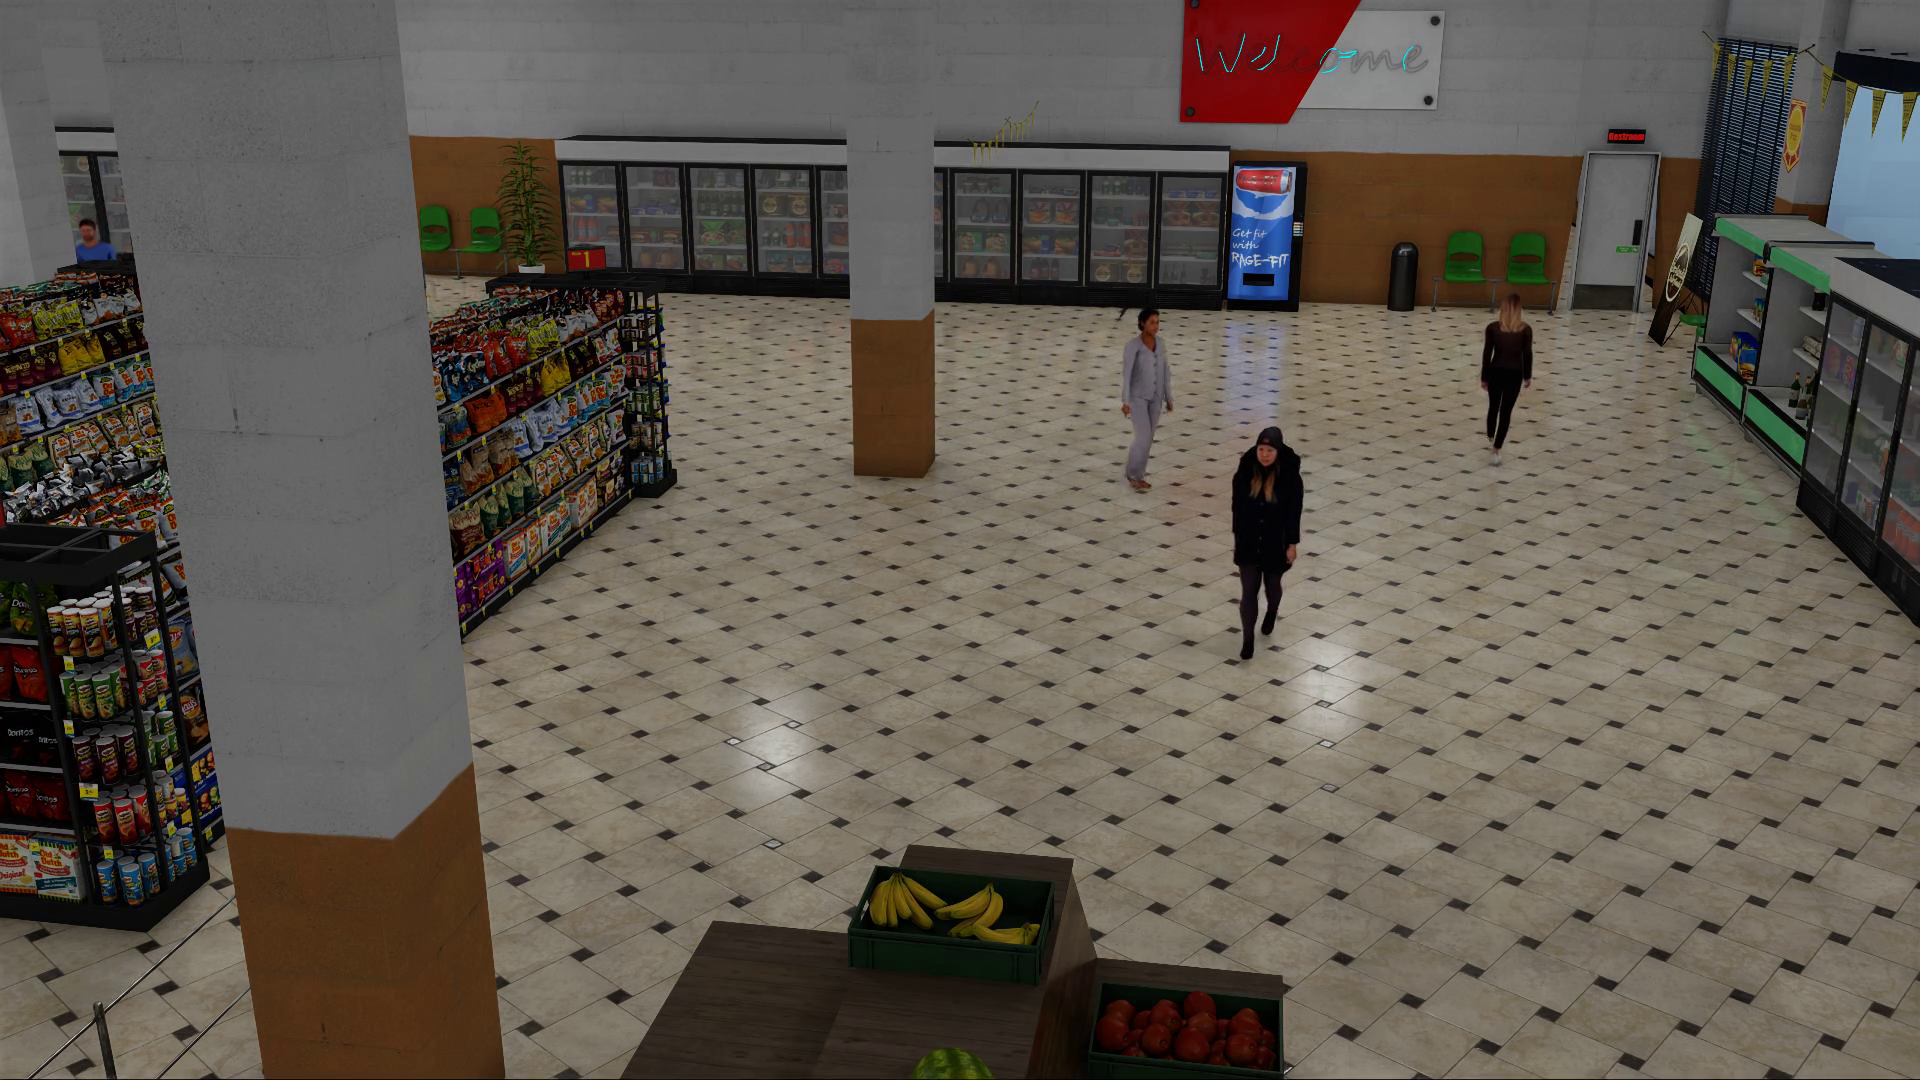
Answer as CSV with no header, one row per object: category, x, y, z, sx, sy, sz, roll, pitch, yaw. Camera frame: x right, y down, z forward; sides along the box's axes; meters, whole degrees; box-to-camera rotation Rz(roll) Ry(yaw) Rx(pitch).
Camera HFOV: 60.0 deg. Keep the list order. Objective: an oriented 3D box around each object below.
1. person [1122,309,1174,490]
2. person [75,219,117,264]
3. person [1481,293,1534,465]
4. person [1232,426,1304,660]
person,1.703,-1.361,15.833,0.760,1.725,0.820,-13,22,-33
person,-10.663,-3.060,20.713,1.104,1.826,1.284,-8,20,-23
person,5.409,-1.573,16.543,0.796,1.673,1.018,10,21,28
person,2.209,-0.007,11.946,0.775,1.642,1.099,6,20,19
